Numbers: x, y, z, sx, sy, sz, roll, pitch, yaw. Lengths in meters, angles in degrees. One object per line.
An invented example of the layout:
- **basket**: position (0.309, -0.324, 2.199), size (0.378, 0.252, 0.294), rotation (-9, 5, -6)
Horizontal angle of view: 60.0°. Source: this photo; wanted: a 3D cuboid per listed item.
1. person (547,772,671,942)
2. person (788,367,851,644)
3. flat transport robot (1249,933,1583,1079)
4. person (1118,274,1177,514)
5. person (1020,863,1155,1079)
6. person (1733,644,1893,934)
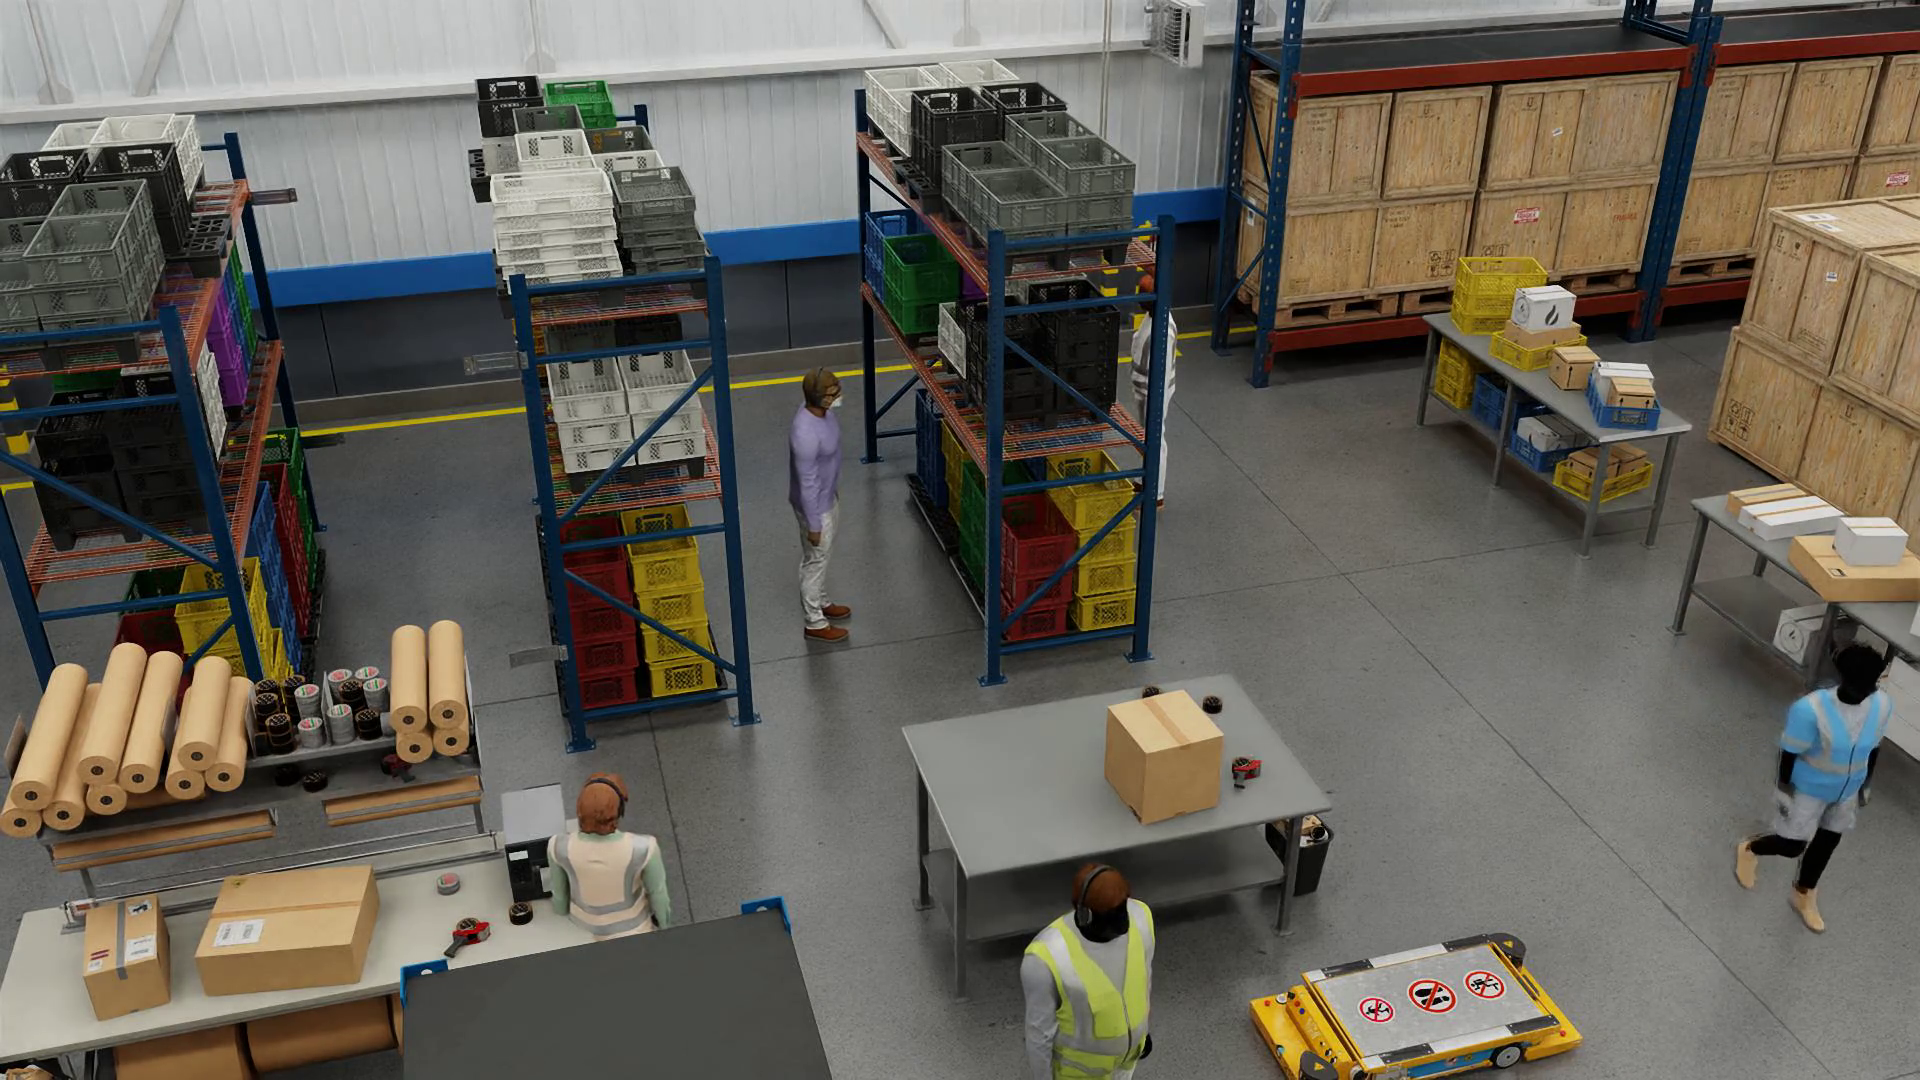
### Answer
- **person**: position (-1.567, 1.767, 7.516), size (0.526, 1.630, 0.317), rotation (-1, 29, -2)
- **person**: position (-0.925, -0.232, 10.847), size (0.374, 1.934, 0.636), rotation (2, 29, 3)
- **flat transport robot**: position (2.184, 2.282, 7.980), size (1.431, 0.197, 0.652), rotation (-8, 30, -14)
- **person**: position (1.428, -1.106, 12.484), size (0.355, 1.885, 0.575), rotation (-2, 29, -4)
- **person**: position (0.541, 2.070, 6.748), size (0.625, 1.844, 0.429), rotation (-19, 34, -31)
- **person**: position (4.370, 1.221, 8.452), size (0.550, 1.687, 0.417), rotation (-4, 29, -8)
